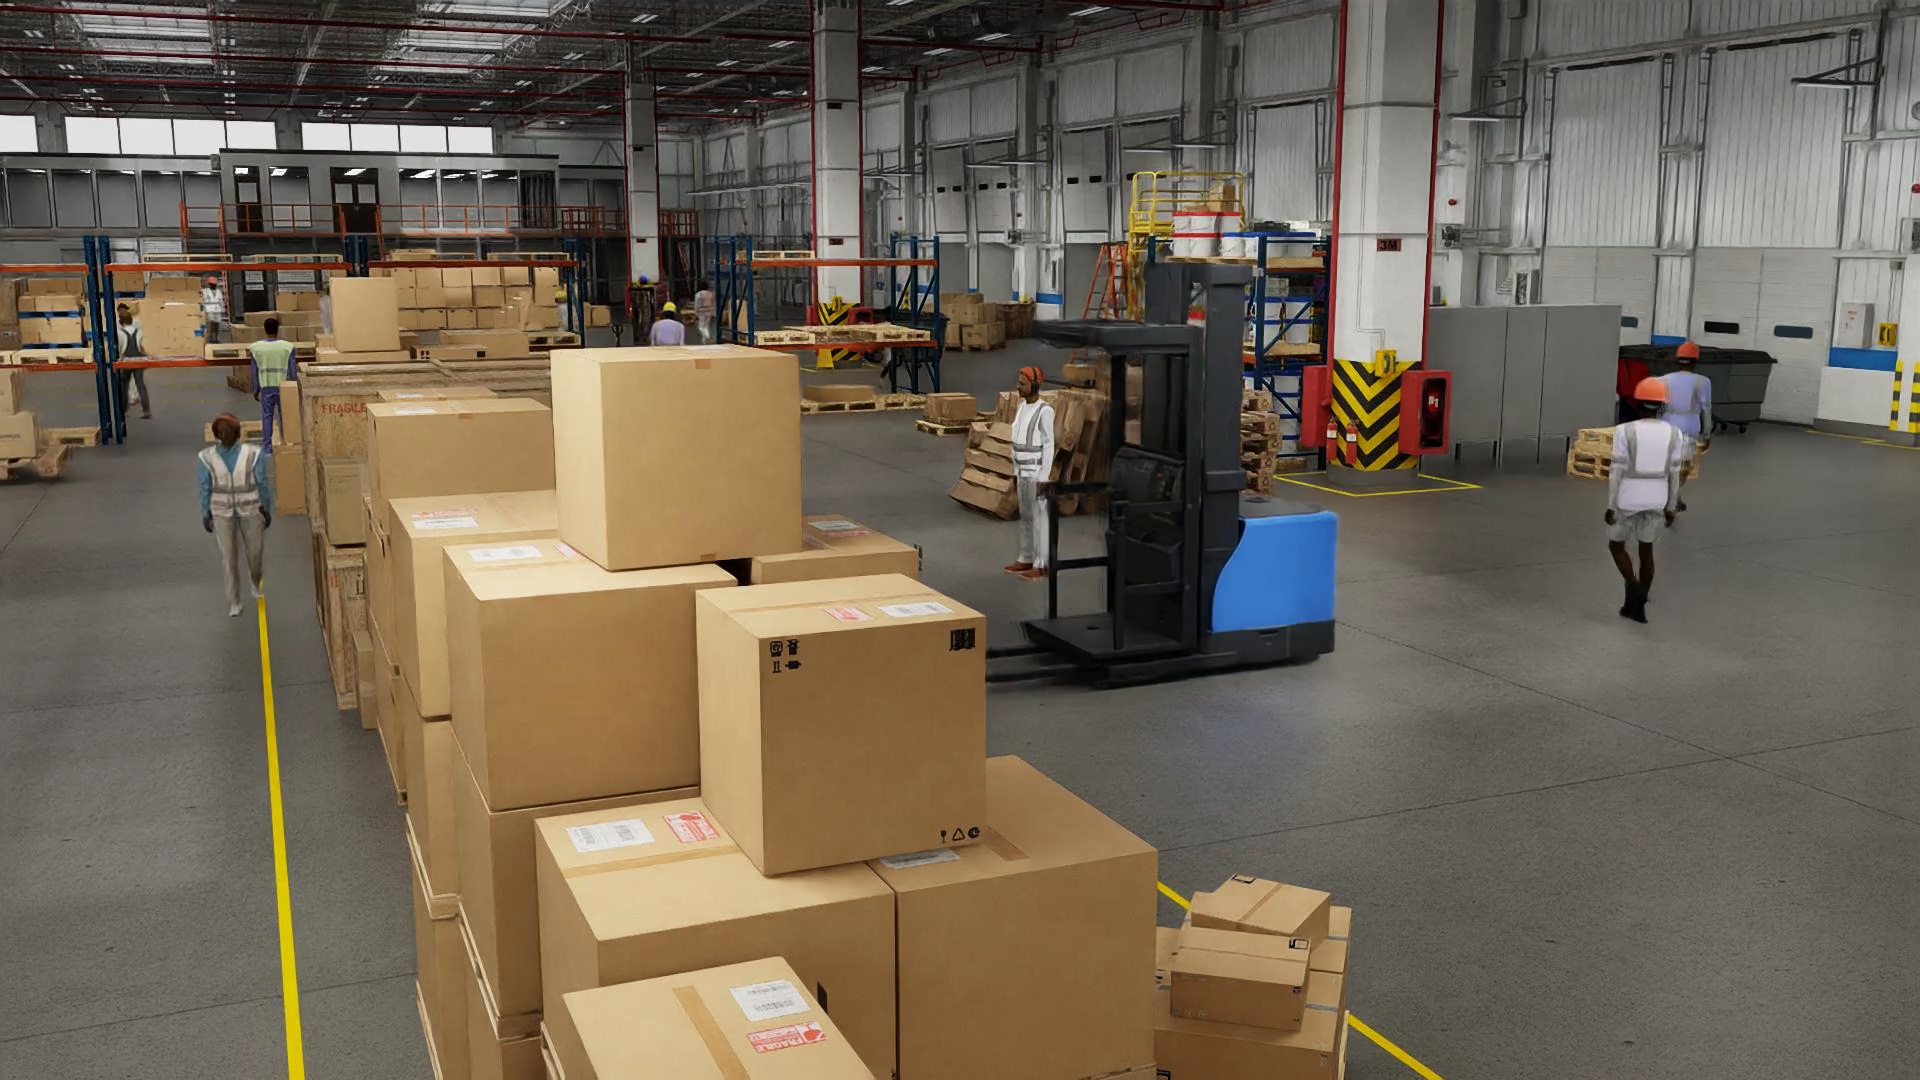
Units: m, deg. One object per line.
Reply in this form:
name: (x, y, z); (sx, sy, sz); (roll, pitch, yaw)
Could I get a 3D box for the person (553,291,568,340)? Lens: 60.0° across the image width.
person: (-9.583, -5.115, 40.058); (0.384, 1.734, 0.497); (-2, 11, -13)

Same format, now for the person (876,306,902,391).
person: (-1.421, -3.809, 32.983); (0.706, 1.677, 0.534); (7, 13, 35)

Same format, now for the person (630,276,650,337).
person: (-9.363, -6.871, 49.280); (1.014, 1.887, 0.630); (4, 11, 19)

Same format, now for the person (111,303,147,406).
person: (-14.900, -3.297, 29.726); (0.571, 1.833, 0.865); (-2, 10, -8)

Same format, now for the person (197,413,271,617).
person: (-5.789, -0.211, 13.292); (0.531, 1.627, 0.414); (-4, 11, -19)

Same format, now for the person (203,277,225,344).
person: (-21.017, -6.457, 46.911); (0.529, 1.919, 0.580); (8, 13, 38)

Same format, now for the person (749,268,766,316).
person: (-7.877, -9.621, 64.552); (0.634, 1.861, 0.951); (-2, 10, -9)

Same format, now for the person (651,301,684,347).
person: (-5.176, -3.270, 29.464); (0.595, 1.897, 0.869); (-2, 10, -9)

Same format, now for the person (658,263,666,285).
person: (-13.363, -11.373, 73.848); (0.626, 1.982, 0.413); (0, 10, 2)

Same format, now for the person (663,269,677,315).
person: (-11.526, -9.816, 65.733); (0.710, 1.815, 0.631); (4, 11, 22)

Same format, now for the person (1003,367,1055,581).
person: (0.624, -0.588, 14.678); (0.356, 1.883, 0.573); (-5, 11, -25)

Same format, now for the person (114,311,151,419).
person: (-13.826, -2.918, 27.770); (0.983, 1.799, 0.531); (8, 13, 39)

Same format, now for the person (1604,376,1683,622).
person: (5.331, -0.308, 12.998); (0.560, 1.927, 0.445); (0, 10, -1)

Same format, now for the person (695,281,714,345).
person: (-7.033, -6.220, 45.884); (0.549, 1.824, 0.632); (10, 14, 43)

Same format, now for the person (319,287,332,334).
person: (-14.961, -5.117, 39.647); (0.646, 1.892, 1.024); (2, 10, 10)

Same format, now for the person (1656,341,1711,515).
person: (7.788, -1.193, 17.973); (0.555, 1.906, 0.912); (8, 13, 37)

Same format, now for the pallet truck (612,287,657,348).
pallet truck: (-6.464, -4.406, 35.401); (0.823, 1.965, 1.885); (6, 12, 32)

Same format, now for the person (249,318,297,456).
person: (-9.444, -2.096, 22.930); (0.590, 1.910, 0.406); (-3, 11, -16)

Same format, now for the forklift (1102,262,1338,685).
forklift: (1.640, -0.545, 11.688); (1.873, 2.768, 1.129); (-4, 11, -23)
